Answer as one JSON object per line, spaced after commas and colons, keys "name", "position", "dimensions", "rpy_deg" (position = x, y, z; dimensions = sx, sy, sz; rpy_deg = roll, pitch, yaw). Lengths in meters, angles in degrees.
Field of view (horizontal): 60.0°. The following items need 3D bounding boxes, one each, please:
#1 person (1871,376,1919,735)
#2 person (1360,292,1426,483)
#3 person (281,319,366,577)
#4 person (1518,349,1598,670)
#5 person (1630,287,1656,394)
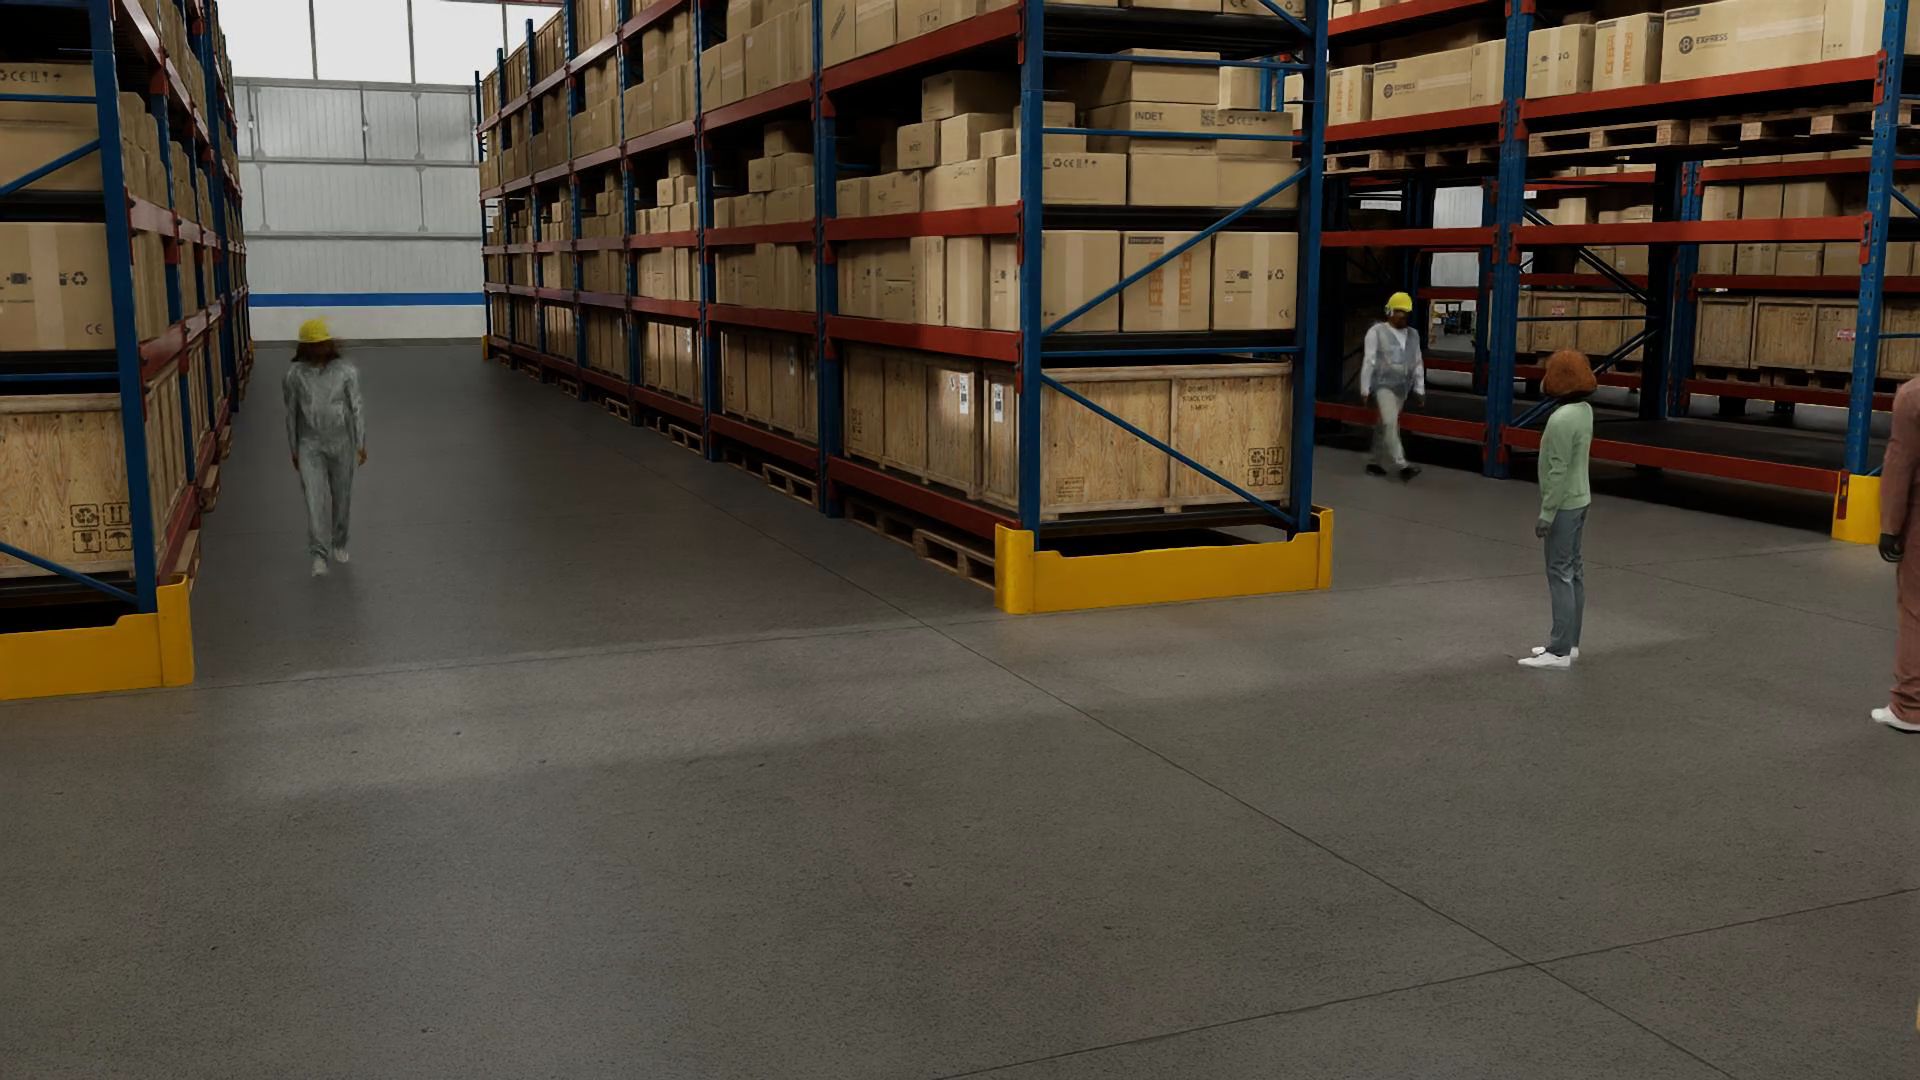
{"name": "person", "position": [4.359, -0.081, 7.300], "dimensions": [0.645, 1.898, 0.395], "rpy_deg": [1, 10, 5]}
{"name": "person", "position": [4.148, -1.441, 15.748], "dimensions": [0.612, 1.780, 0.961], "rpy_deg": [-4, 10, -24]}
{"name": "person", "position": [-4.278, -0.636, 11.208], "dimensions": [0.500, 1.700, 0.891], "rpy_deg": [-3, 10, -20]}
{"name": "person", "position": [3.073, -0.155, 8.510], "dimensions": [0.285, 1.636, 0.500], "rpy_deg": [6, 11, 33]}
{"name": "person", "position": [10.861, -3.170, 26.211], "dimensions": [0.527, 1.772, 0.329], "rpy_deg": [-3, 10, -15]}
